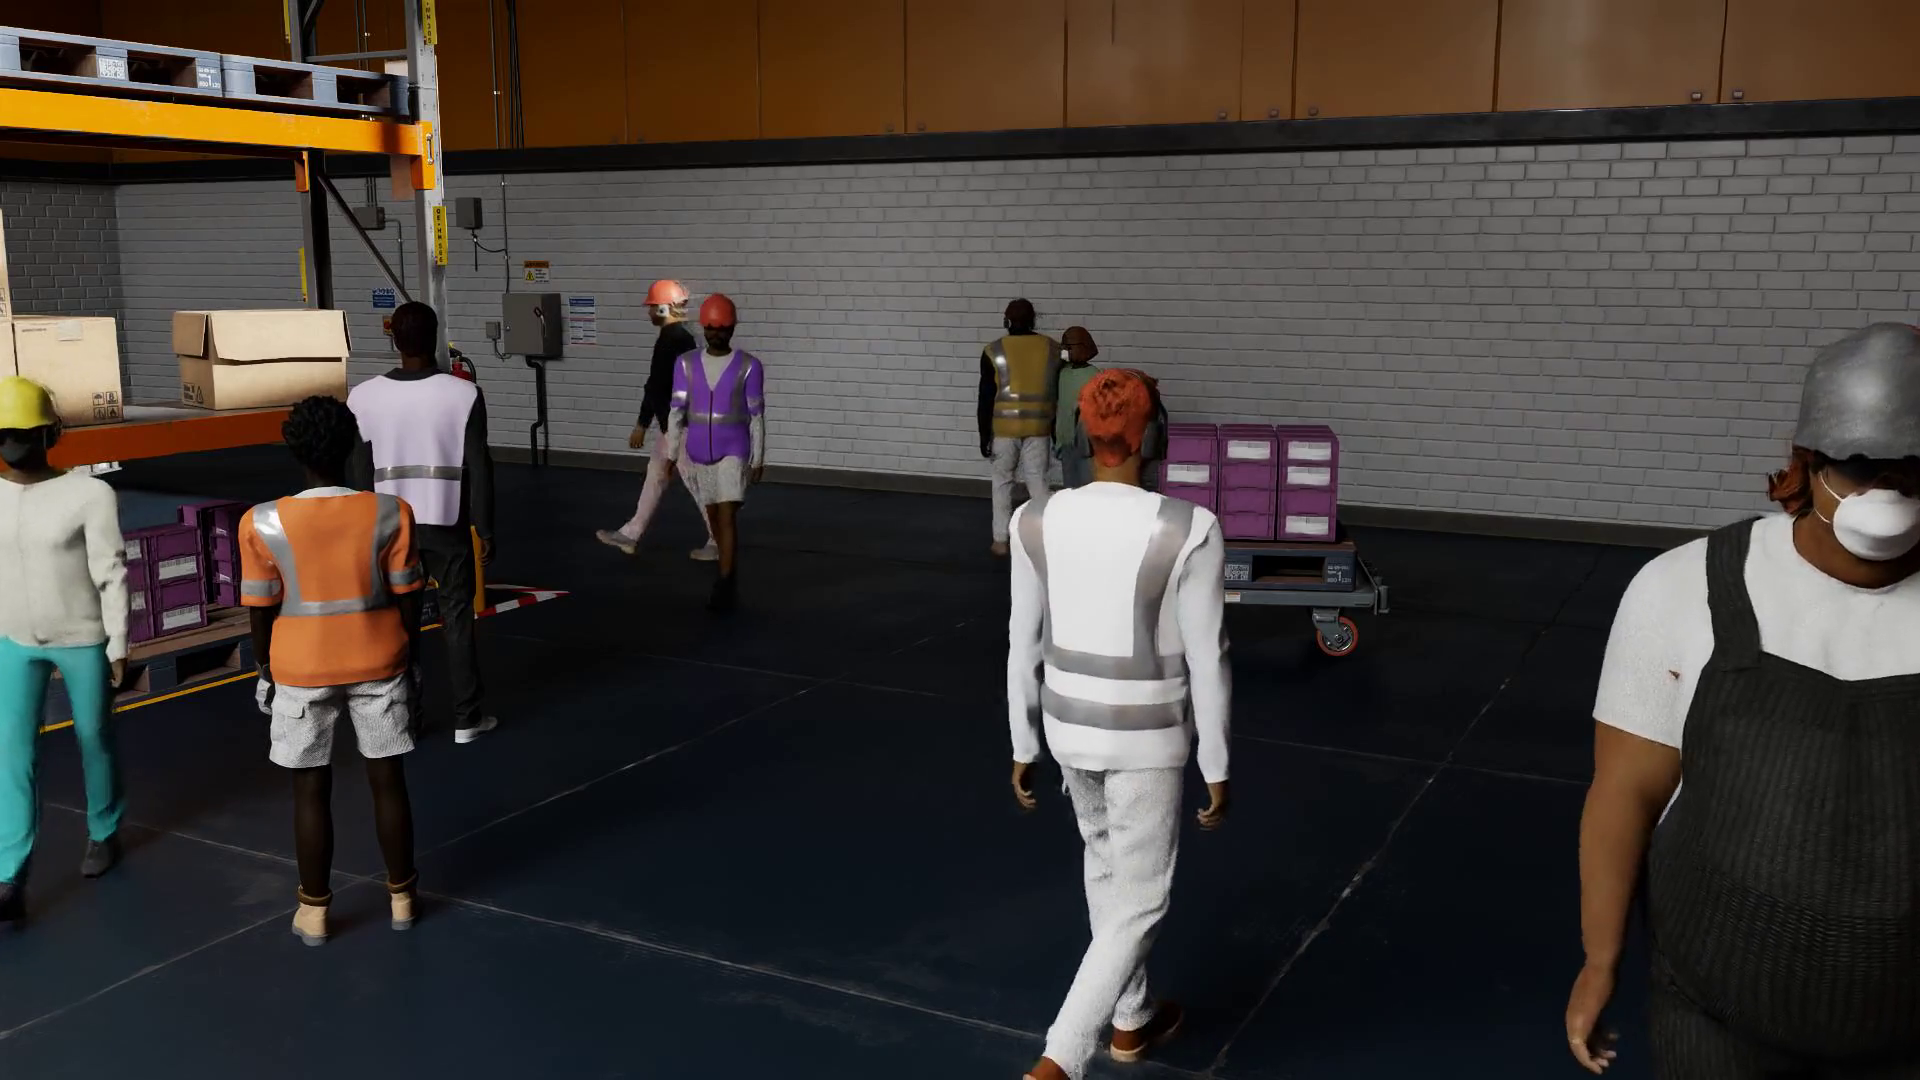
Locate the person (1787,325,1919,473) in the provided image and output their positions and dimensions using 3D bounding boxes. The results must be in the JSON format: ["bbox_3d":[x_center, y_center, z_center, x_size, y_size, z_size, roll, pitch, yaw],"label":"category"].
[{"bbox_3d":[2.840,0.285,5.215,0.639,1.909,0.409,-8,13,-39],"label":"person"}]

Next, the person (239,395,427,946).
[{"bbox_3d":[-1.914,0.403,5.133,0.535,1.699,0.318,-5,11,-25],"label":"person"}]

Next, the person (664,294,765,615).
[{"bbox_3d":[-1.461,-0.545,10.105,0.559,1.891,1.007,2,10,9],"label":"person"}]

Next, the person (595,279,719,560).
[{"bbox_3d":[-2.044,-0.819,11.504,1.025,1.938,0.610,0,10,2],"label":"person"}]

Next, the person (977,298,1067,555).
[{"bbox_3d":[0.434,-0.763,11.536,0.639,1.820,0.726,-2,10,-12],"label":"person"}]

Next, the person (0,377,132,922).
[{"bbox_3d":[-2.973,0.344,5.377,0.547,1.717,0.877,-2,10,-11],"label":"person"}]

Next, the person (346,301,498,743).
[{"bbox_3d":[-2.302,-0.061,7.176,0.592,1.922,0.392,0,10,-3],"label":"person"}]

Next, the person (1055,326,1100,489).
[{"bbox_3d":[0.807,-0.636,11.333,0.269,1.632,0.505,-5,11,-29],"label":"person"}]

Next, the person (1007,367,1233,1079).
[{"bbox_3d":[0.359,0.507,4.068,0.579,1.857,0.883,7,12,34],"label":"person"}]
